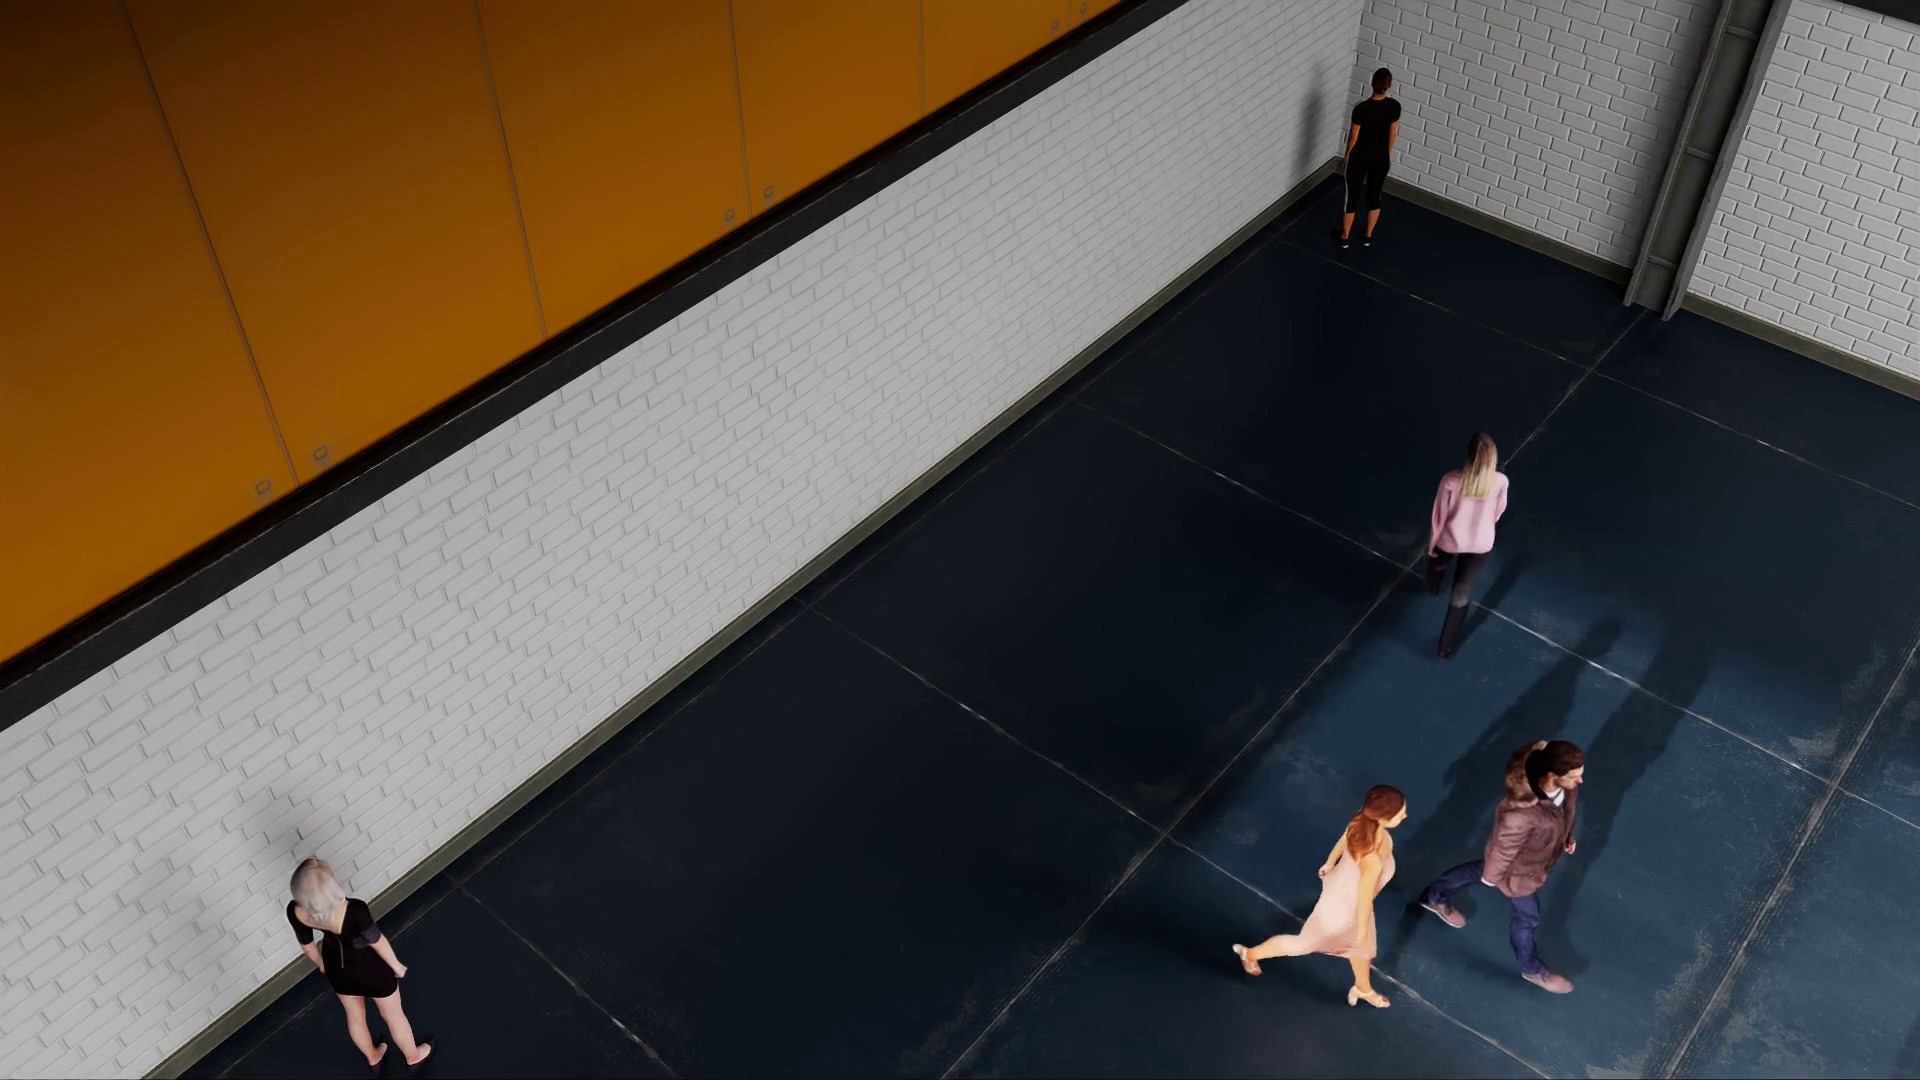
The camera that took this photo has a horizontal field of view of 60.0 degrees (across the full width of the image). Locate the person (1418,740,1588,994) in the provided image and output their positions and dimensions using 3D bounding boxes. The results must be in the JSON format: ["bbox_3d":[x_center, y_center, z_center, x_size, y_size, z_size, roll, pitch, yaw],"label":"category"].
[{"bbox_3d":[2.939,1.642,8.987,1.184,1.800,0.787,28,50,26],"label":"person"}]

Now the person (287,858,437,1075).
[{"bbox_3d":[-3.054,2.164,8.420,0.627,1.827,0.722,3,44,3],"label":"person"}]

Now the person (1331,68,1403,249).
[{"bbox_3d":[3.498,-3.273,14.242,0.663,1.669,0.718,-5,44,-5],"label":"person"}]

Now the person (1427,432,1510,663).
[{"bbox_3d":[3.245,0.075,10.750,1.134,1.639,1.006,10,44,10],"label":"person"}]

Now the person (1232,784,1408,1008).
[{"bbox_3d":[1.918,1.883,8.742,1.202,1.790,0.950,10,44,10],"label":"person"}]
